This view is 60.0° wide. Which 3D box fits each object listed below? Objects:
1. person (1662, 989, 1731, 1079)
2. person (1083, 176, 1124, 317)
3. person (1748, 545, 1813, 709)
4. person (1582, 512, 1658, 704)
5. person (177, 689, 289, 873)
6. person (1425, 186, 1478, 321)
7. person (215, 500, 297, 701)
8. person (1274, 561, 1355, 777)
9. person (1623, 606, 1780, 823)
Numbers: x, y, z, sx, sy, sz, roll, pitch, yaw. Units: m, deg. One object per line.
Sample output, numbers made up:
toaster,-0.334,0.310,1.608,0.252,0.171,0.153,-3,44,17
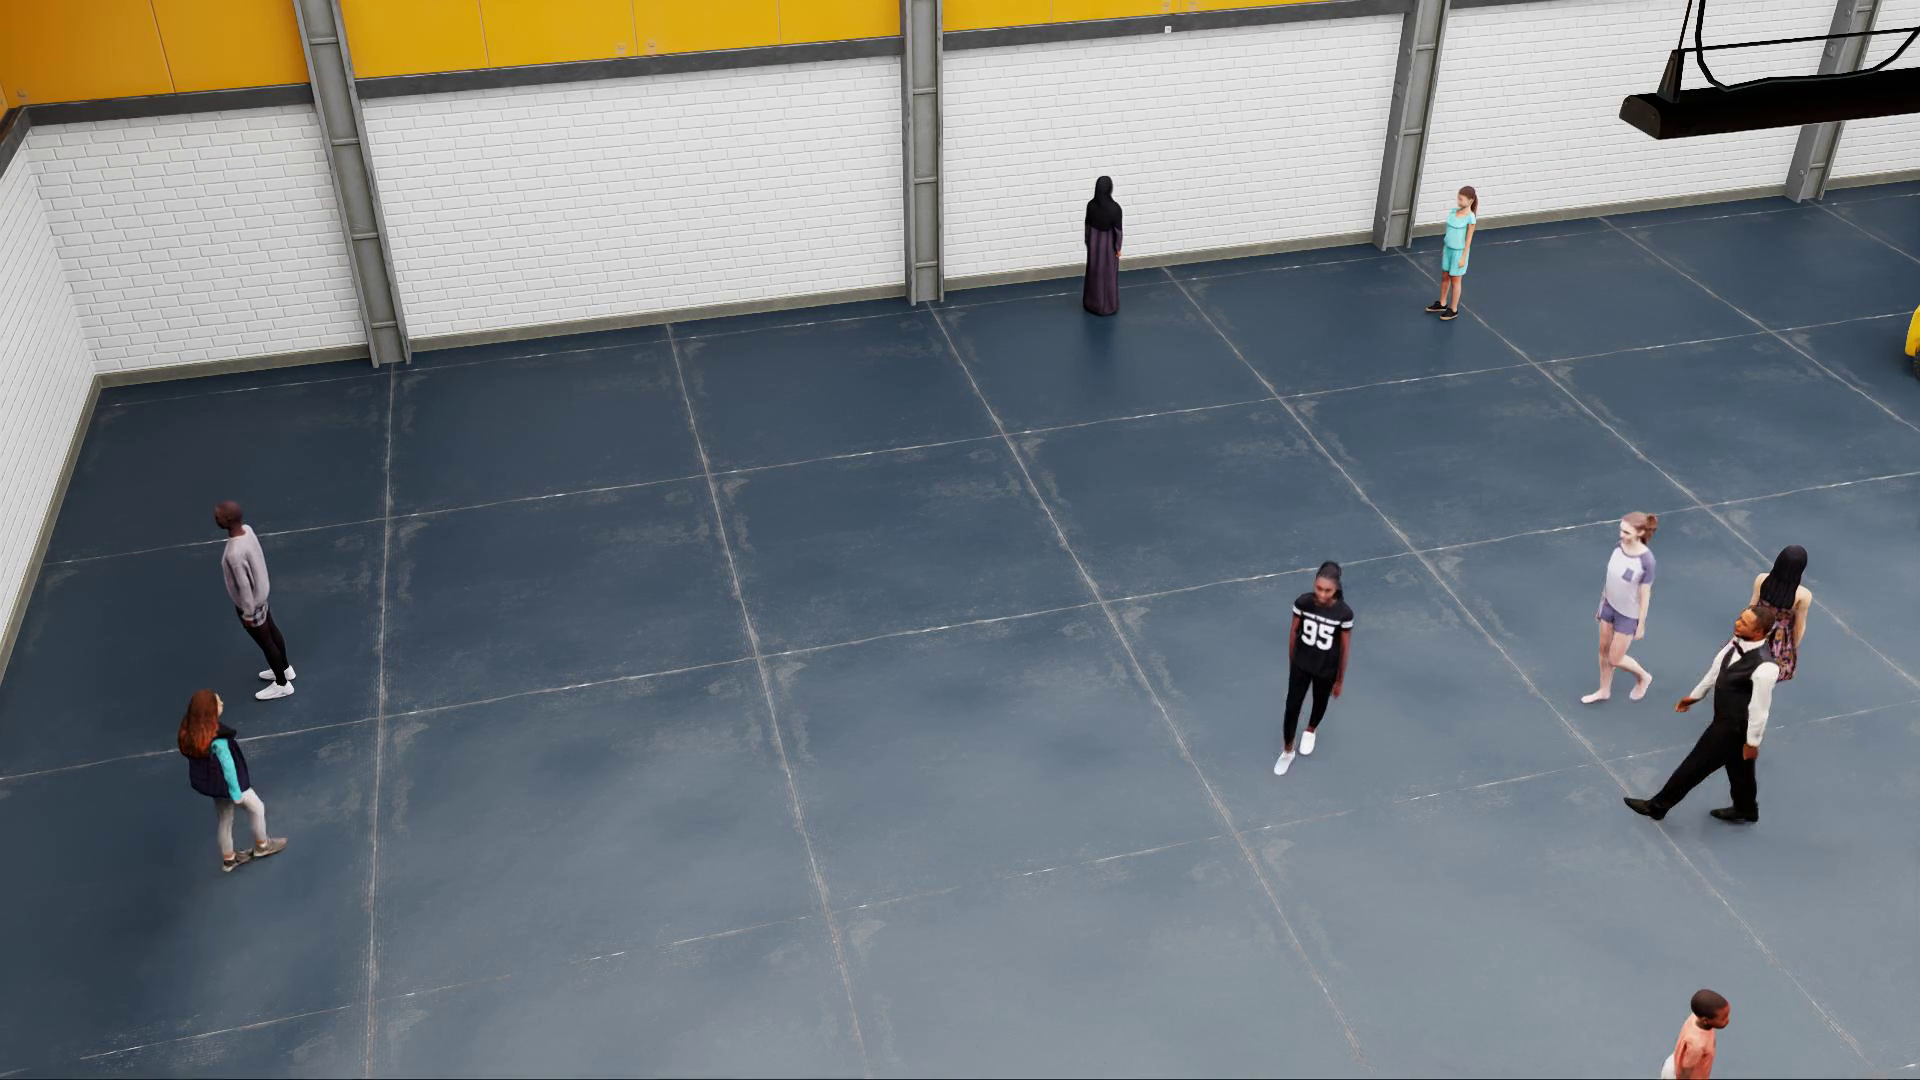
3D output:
person,4.064,3.031,9.475,0.749,1.303,0.697,20,39,28
person,1.606,-3.337,18.774,0.712,1.615,0.774,17,37,23
person,6.027,0.785,12.429,0.799,1.775,0.841,26,42,34
person,5.192,0.535,12.828,0.717,1.748,0.616,-12,36,-18
person,-5.090,1.677,11.347,0.757,1.486,0.825,24,40,31
person,5.578,-3.246,18.688,0.588,1.558,0.580,-14,36,-20
person,-5.488,0.449,12.935,0.529,1.773,0.622,-7,34,-10
person,2.665,0.884,12.337,0.910,1.711,0.938,12,35,17
person,5.505,1.273,11.606,1.321,1.871,1.059,6,34,10
